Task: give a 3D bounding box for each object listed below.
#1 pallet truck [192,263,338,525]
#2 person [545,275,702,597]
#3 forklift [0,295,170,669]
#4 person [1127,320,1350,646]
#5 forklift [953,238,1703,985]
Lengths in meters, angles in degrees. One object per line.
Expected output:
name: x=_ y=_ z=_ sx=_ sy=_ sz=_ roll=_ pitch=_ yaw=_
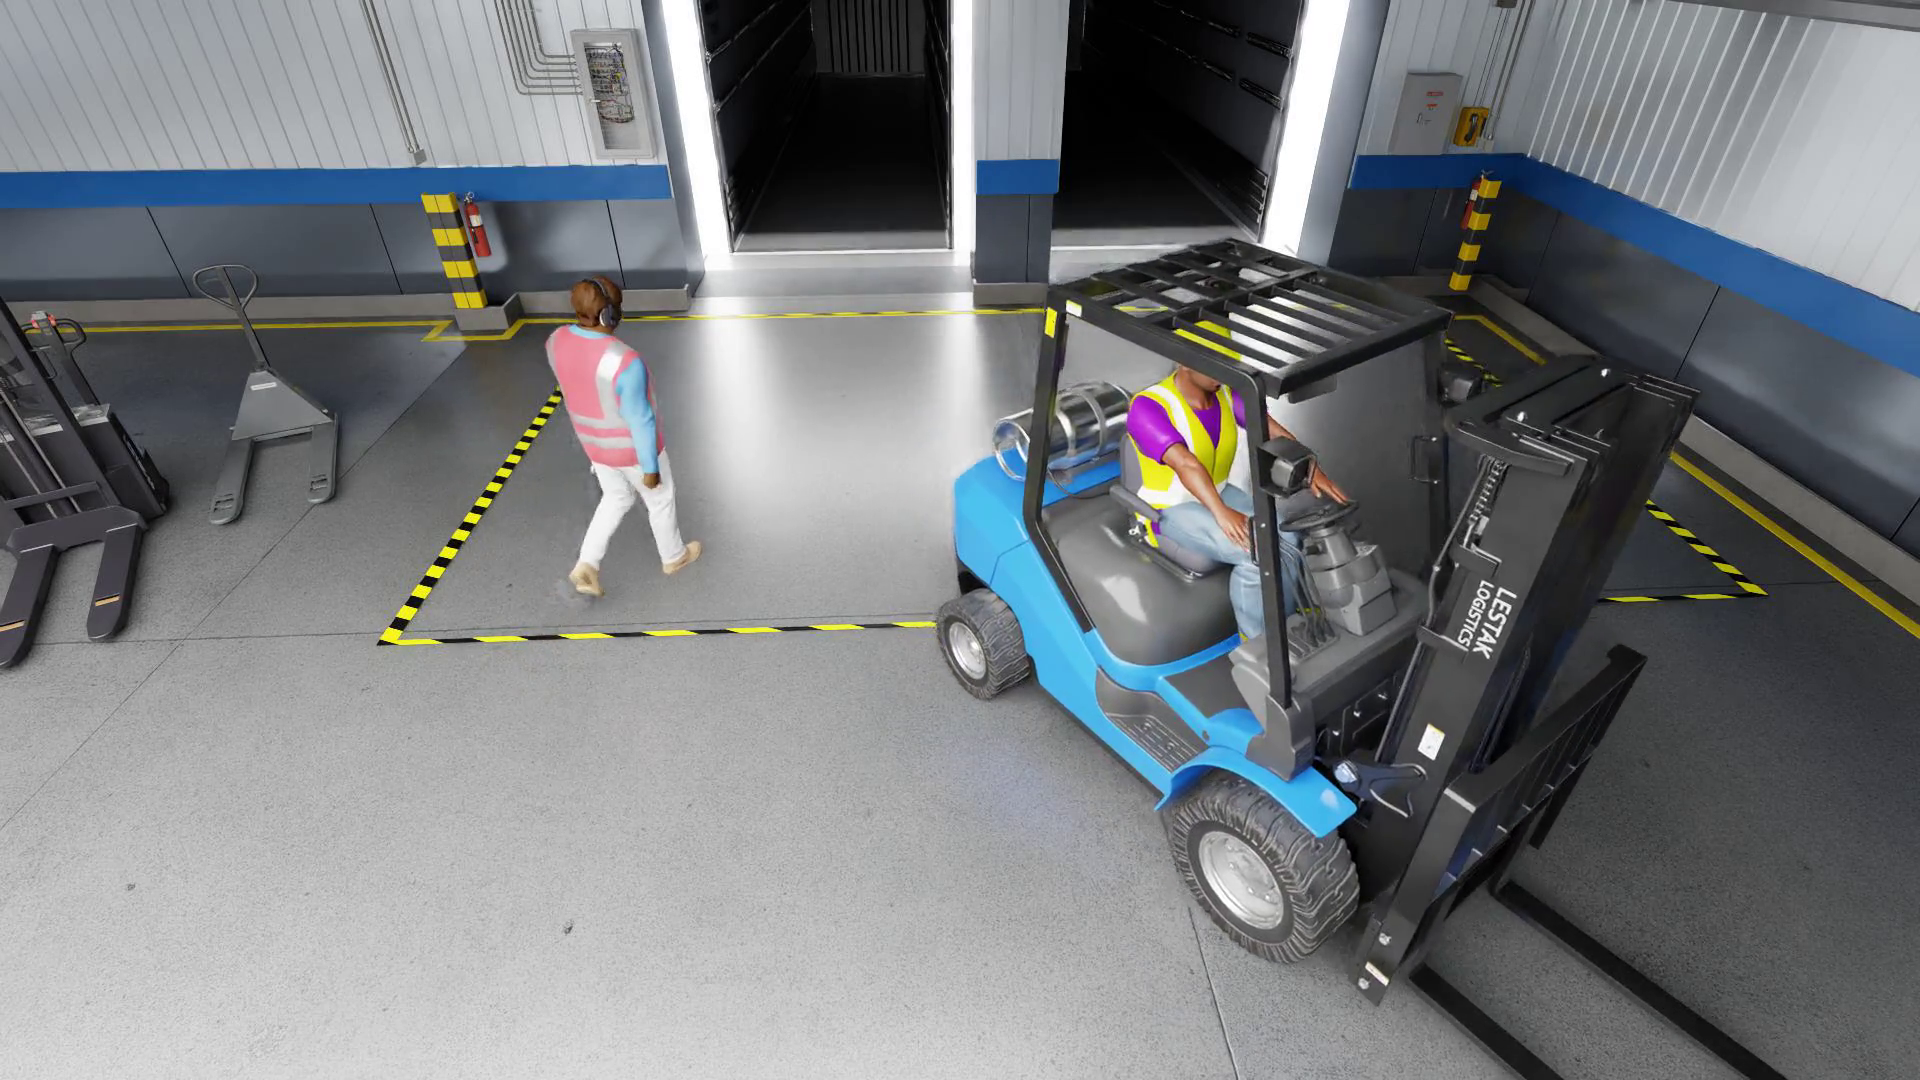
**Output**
pallet truck: x=-4.778 y=-1.027 z=6.128 sx=0.680 sy=1.201 sz=1.601 roll=-17 pitch=38 yaw=-23
person: x=-1.830 y=-0.479 z=4.846 sx=0.622 sy=1.809 sz=0.816 roll=16 pitch=38 yaw=22
forklift: x=-5.212 y=-0.618 z=4.878 sx=0.823 sy=1.965 sz=1.885 roll=-20 pitch=39 yaw=-26
person: x=1.102 y=-0.145 z=3.561 sx=0.635 sy=1.293 sz=1.004 roll=-22 pitch=41 yaw=-29
forklift: x=1.073 y=-0.022 z=3.711 sx=1.157 sy=2.036 sz=2.680 roll=-22 pitch=41 yaw=-29
